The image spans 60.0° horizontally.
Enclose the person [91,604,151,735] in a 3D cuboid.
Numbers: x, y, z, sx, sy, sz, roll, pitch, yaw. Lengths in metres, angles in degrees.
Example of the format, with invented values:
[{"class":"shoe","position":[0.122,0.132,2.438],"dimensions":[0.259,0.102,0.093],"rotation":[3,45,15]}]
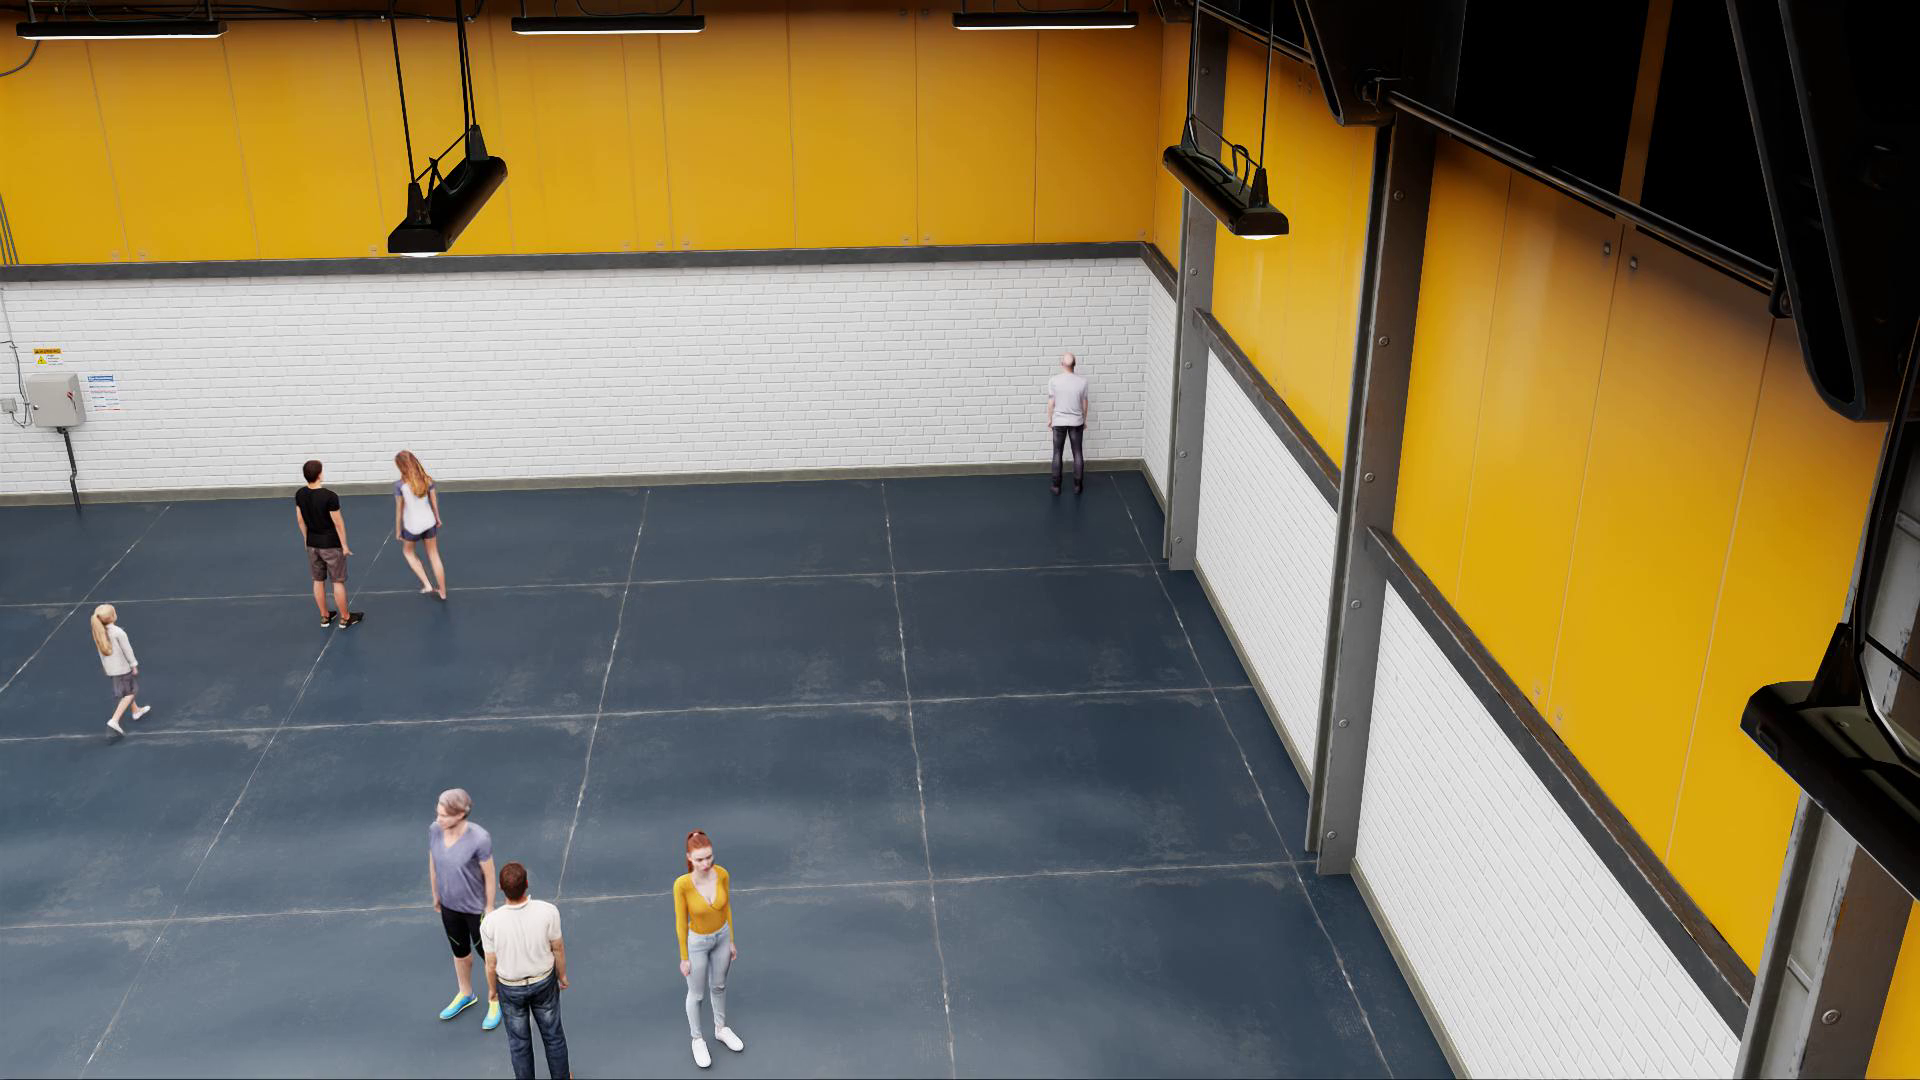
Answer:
[{"class":"person","position":[-7.889,1.206,15.546],"dimensions":[0.707,1.260,0.890],"rotation":[7,25,16]}]

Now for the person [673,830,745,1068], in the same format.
[{"class":"person","position":[-1.739,2.764,11.367],"dimensions":[0.679,1.751,0.714],"rotation":[-17,29,-34]}]

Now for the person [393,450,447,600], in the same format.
[{"class":"person","position":[-5.832,-0.116,18.024],"dimensions":[0.845,1.697,0.878],"rotation":[-17,29,-34]}]

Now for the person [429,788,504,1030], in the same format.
[{"class":"person","position":[-3.464,2.553,11.687],"dimensions":[0.749,1.882,0.740],"rotation":[9,25,19]}]

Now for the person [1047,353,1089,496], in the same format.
[{"class":"person","position":[1.349,-1.470,20.956],"dimensions":[0.664,1.830,0.568],"rotation":[-1,24,-2]}]

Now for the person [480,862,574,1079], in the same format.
[{"class":"person","position":[-2.832,2.921,10.880],"dimensions":[0.723,1.854,0.654],"rotation":[-8,25,-18]}]

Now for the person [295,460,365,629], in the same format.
[{"class":"person","position":[-6.689,0.036,17.472],"dimensions":[0.738,1.861,0.700],"rotation":[6,24,13]}]
